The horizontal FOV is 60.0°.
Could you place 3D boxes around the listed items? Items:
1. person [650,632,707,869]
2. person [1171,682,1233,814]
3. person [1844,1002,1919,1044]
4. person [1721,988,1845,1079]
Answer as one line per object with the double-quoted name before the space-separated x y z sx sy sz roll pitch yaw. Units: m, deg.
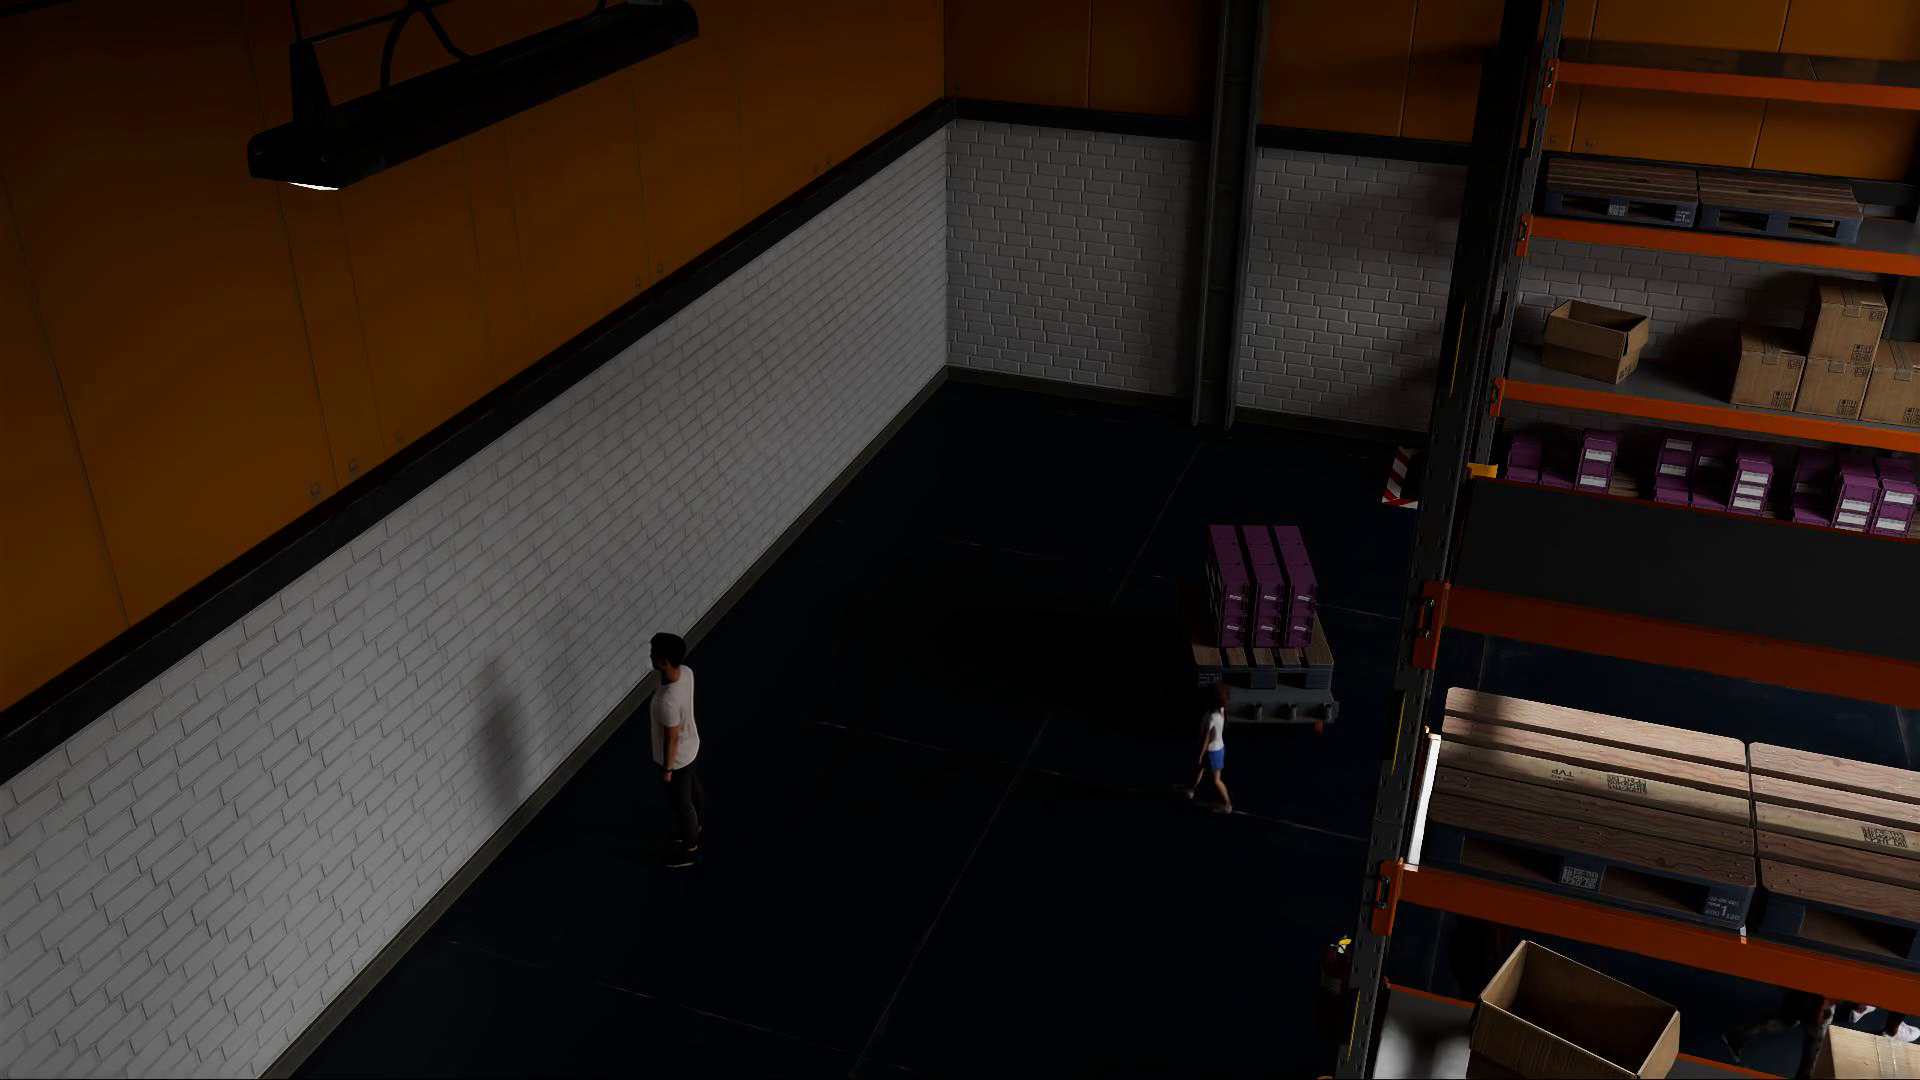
"person" -1.811 1.330 10.684 0.633 1.722 0.681 2 29 3
"person" 1.740 1.420 11.273 0.676 1.001 0.449 12 31 21
"person" 5.354 2.066 9.326 0.755 1.731 0.686 -14 32 -24
"person" 4.583 2.458 9.064 0.898 1.294 0.596 3 29 6
